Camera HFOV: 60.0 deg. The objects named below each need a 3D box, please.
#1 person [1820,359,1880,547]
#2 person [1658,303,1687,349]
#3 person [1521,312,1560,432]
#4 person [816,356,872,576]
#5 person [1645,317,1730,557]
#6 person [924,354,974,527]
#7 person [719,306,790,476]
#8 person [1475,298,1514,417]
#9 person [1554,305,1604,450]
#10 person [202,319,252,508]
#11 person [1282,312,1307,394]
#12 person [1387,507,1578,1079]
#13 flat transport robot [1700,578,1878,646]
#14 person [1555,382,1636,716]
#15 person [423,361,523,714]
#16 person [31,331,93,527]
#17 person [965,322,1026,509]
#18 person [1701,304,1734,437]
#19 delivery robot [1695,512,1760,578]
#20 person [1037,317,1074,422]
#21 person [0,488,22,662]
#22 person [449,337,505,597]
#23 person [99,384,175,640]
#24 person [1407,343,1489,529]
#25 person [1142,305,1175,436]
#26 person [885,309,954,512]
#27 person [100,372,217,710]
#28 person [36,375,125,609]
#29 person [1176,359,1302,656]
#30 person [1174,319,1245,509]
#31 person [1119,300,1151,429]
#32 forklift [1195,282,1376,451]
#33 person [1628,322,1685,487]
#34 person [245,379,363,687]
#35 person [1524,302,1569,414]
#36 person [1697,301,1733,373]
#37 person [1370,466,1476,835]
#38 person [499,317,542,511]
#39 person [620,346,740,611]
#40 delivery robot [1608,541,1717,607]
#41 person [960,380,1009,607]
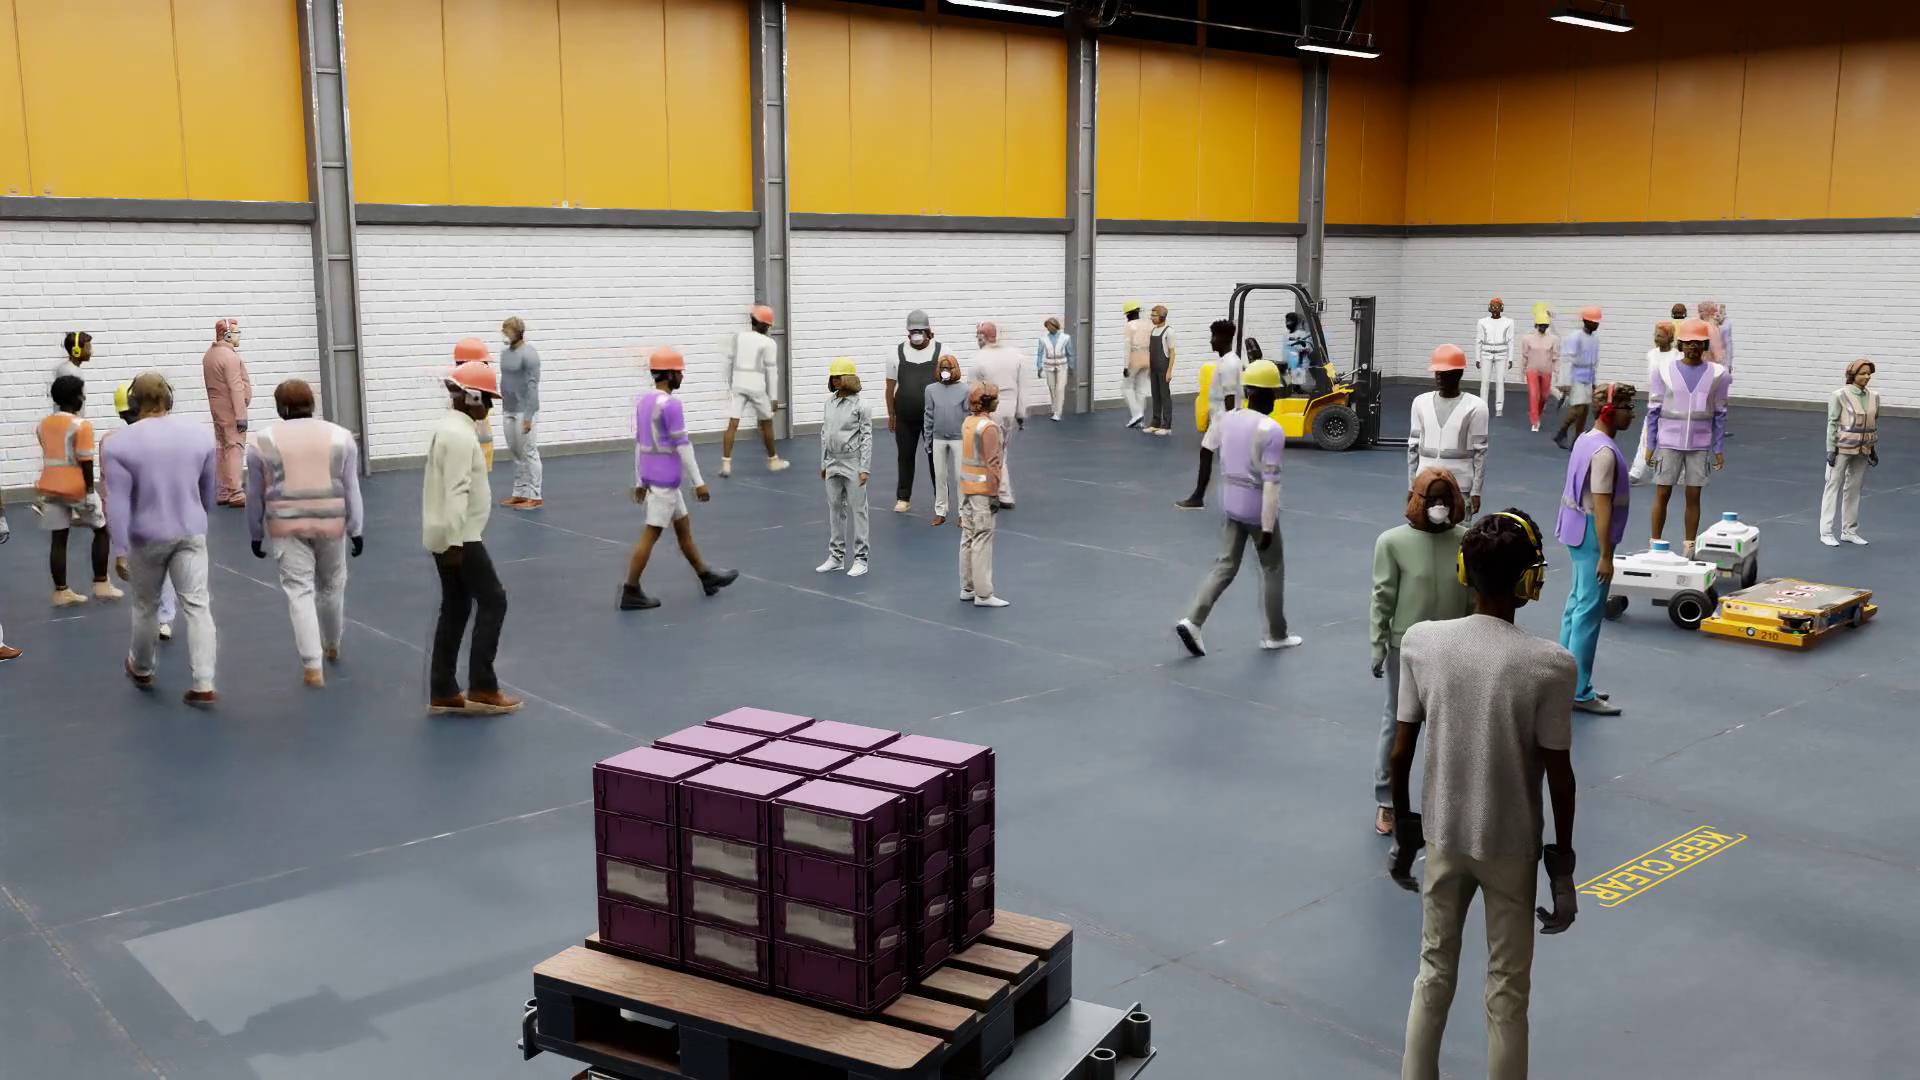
[{"bbox_3d":[7.810,-0.764,14.578,0.514,1.642,0.310,-3,10,-14],"label":"person"},{"bbox_3d":[10.635,-2.588,24.694,0.621,1.837,0.429,3,10,16],"label":"person"},{"bbox_3d":[8.448,-2.463,24.259,0.531,1.738,0.779,2,10,10],"label":"person"},{"bbox_3d":[-0.921,-0.585,13.231,0.484,1.744,0.296,7,12,35],"label":"person"},{"bbox_3d":[5.878,-0.777,13.477,0.605,2.045,0.380,3,10,16],"label":"person"},{"bbox_3d":[-0.100,-0.927,15.588,0.501,1.626,0.282,3,10,17],"label":"person"},{"bbox_3d":[-2.441,-1.722,19.310,0.669,1.968,0.917,3,10,18],"label":"person"},{"bbox_3d":[8.440,-2.876,26.277,0.580,1.878,0.347,3,10,19],"label":"person"},{"bbox_3d":[7.970,-2.047,21.290,0.579,1.909,0.502,-6,11,-30],"label":"person"},{"bbox_3d":[-7.367,-1.282,16.839,0.402,1.906,0.652,-10,14,-44],"label":"person"},{"bbox_3d":[5.188,-2.675,25.635,0.593,1.682,0.537,-5,11,-27],"label":"person"},{"bbox_3d":[1.420,0.845,4.520,0.534,1.859,0.311,8,13,39],"label":"person"},{"bbox_3d":[5.675,0.473,11.346,1.431,0.197,0.652,-9,13,-44],"label":"flat transport robot"},{"bbox_3d":[3.526,0.037,9.289,0.375,1.844,0.567,2,10,11],"label":"person"},{"bbox_3d":[-2.716,-0.006,9.235,0.641,1.948,0.680,-5,11,-25],"label":"person"},{"bbox_3d":[-8.356,-1.020,15.520,0.573,1.837,0.548,-7,12,-37],"label":"person"},{"bbox_3d":[0.275,-1.264,16.832,0.658,1.866,0.856,-7,12,-36],"label":"person"},{"bbox_3d":[10.421,-2.312,22.978,0.835,1.875,0.673,3,10,16],"label":"person"},{"bbox_3d":[5.929,0.029,12.841,0.477,0.478,0.707,7,12,35],"label":"delivery robot"},{"bbox_3d":[1.450,-2.590,25.379,0.552,1.591,0.802,2,10,13],"label":"person"},{"bbox_3d":[-6.189,-0.148,10.313,0.535,1.868,0.309,-1,10,-6],"label":"person"},{"bbox_3d":[-3.613,-0.542,12.412,0.358,1.938,0.548,-3,10,-17],"label":"person"},{"bbox_3d":[-5.363,-0.190,11.017,0.574,1.698,0.930,-4,10,-21],"label":"person"},{"bbox_3d":[3.346,-0.385,11.491,0.547,1.938,0.377,7,12,35],"label":"person"},{"bbox_3d":[2.833,-2.401,23.573,0.329,1.842,0.516,-5,11,-29],"label":"person"},{"bbox_3d":[-0.389,-1.270,16.377,0.699,2.000,0.536,0,10,2],"label":"person"},{"bbox_3d":[-4.541,-0.010,9.460,0.625,1.877,1.013,-9,13,-41],"label":"person"},{"bbox_3d":[-6.399,-0.360,12.078,0.527,1.673,0.576,3,10,18],"label":"person"},{"bbox_3d":[1.802,-0.197,10.537,0.910,1.899,0.592,-7,12,-36],"label":"person"},{"bbox_3d":[2.699,-1.238,16.560,0.989,1.926,0.611,3,10,17],"label":"person"},{"bbox_3d":[2.563,-2.584,24.511,0.632,1.885,0.475,-10,14,-44],"label":"person"},{"bbox_3d":[4.328,-2.346,22.227,2.313,2.155,1.214,3,10,16],"label":"forklift"},{"bbox_3d":[7.745,-1.477,18.238,1.039,1.821,0.589,-4,10,-22],"label":"person"},{"bbox_3d":[-3.963,-0.066,10.037,0.641,1.795,0.936,-5,11,-28],"label":"person"},{"bbox_3d":[9.397,-2.894,26.593,0.642,1.796,0.633,5,11,26],"label":"person"},{"bbox_3d":[11.401,-2.697,25.357,0.699,1.872,0.795,4,11,24],"label":"person"},{"bbox_3d":[2.045,0.485,7.288,0.507,1.631,0.266,-1,10,-3],"label":"person"},{"bbox_3d":[-4.408,-1.261,16.672,0.373,1.928,0.675,-9,13,-43],"label":"person"},{"bbox_3d":[-2.062,-0.454,12.044,0.997,1.881,0.554,-5,11,-29],"label":"person"},{"bbox_3d":[4.854,0.249,11.550,0.707,0.478,0.477,5,11,29],"label":"delivery robot"},{"bbox_3d":[0.155,-0.336,12.078,0.315,1.640,0.514,-4,10,-21],"label":"person"}]
